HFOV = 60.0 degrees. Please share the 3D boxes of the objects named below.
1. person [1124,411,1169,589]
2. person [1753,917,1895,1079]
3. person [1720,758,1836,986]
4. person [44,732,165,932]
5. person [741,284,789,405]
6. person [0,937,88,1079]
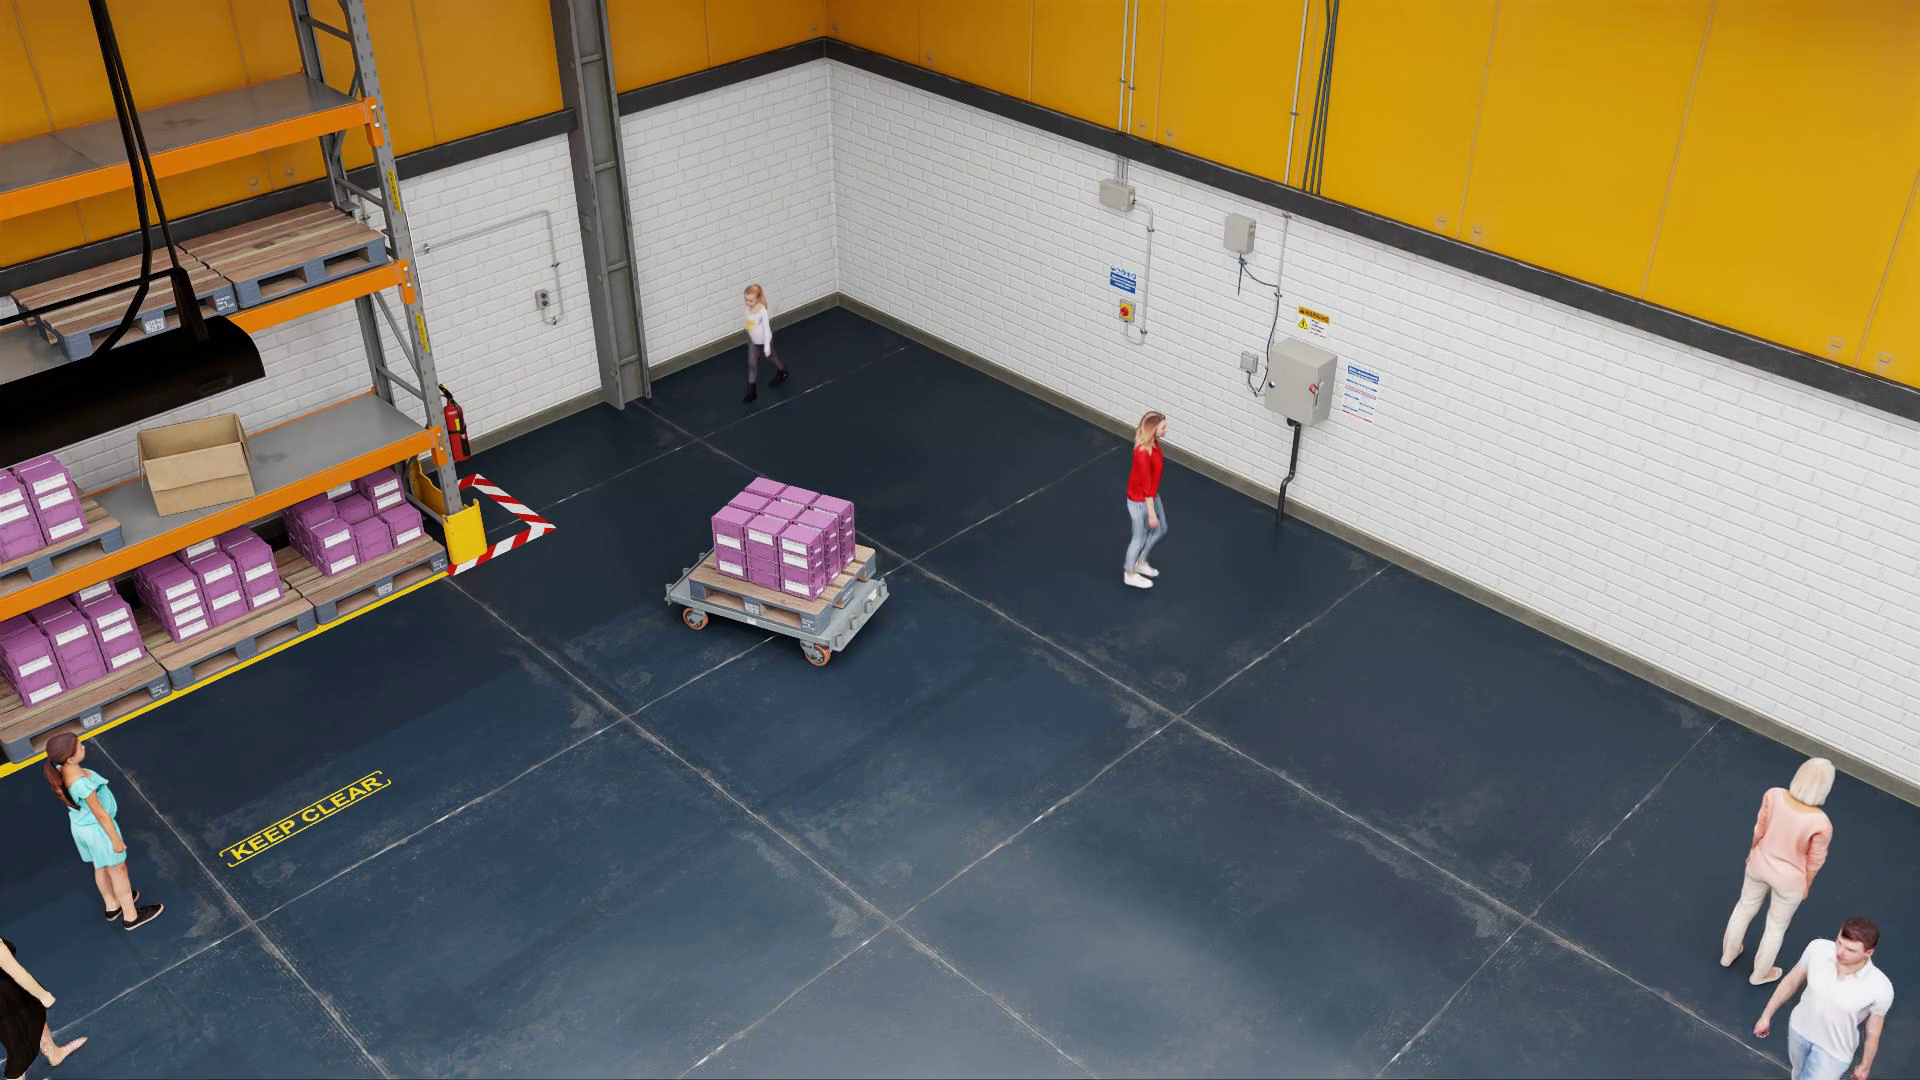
[{"bbox_3d":[1.456,-0.331,13.792,0.783,1.694,0.671,9,35,13],"label":"person"},{"bbox_3d":[4.765,2.714,9.113,1.222,1.801,0.906,-18,38,-25],"label":"person"},{"bbox_3d":[5.034,2.022,10.223,0.568,1.725,0.629,-21,39,-29],"label":"person"},{"bbox_3d":[-5.527,1.845,10.640,0.596,1.558,0.596,19,38,26],"label":"person"},{"bbox_3d":[-1.970,-2.035,16.772,0.648,1.232,0.992,21,39,28],"label":"person"},{"bbox_3d":[-5.487,2.649,9.389,0.698,1.603,0.845,18,38,25],"label":"person"}]
